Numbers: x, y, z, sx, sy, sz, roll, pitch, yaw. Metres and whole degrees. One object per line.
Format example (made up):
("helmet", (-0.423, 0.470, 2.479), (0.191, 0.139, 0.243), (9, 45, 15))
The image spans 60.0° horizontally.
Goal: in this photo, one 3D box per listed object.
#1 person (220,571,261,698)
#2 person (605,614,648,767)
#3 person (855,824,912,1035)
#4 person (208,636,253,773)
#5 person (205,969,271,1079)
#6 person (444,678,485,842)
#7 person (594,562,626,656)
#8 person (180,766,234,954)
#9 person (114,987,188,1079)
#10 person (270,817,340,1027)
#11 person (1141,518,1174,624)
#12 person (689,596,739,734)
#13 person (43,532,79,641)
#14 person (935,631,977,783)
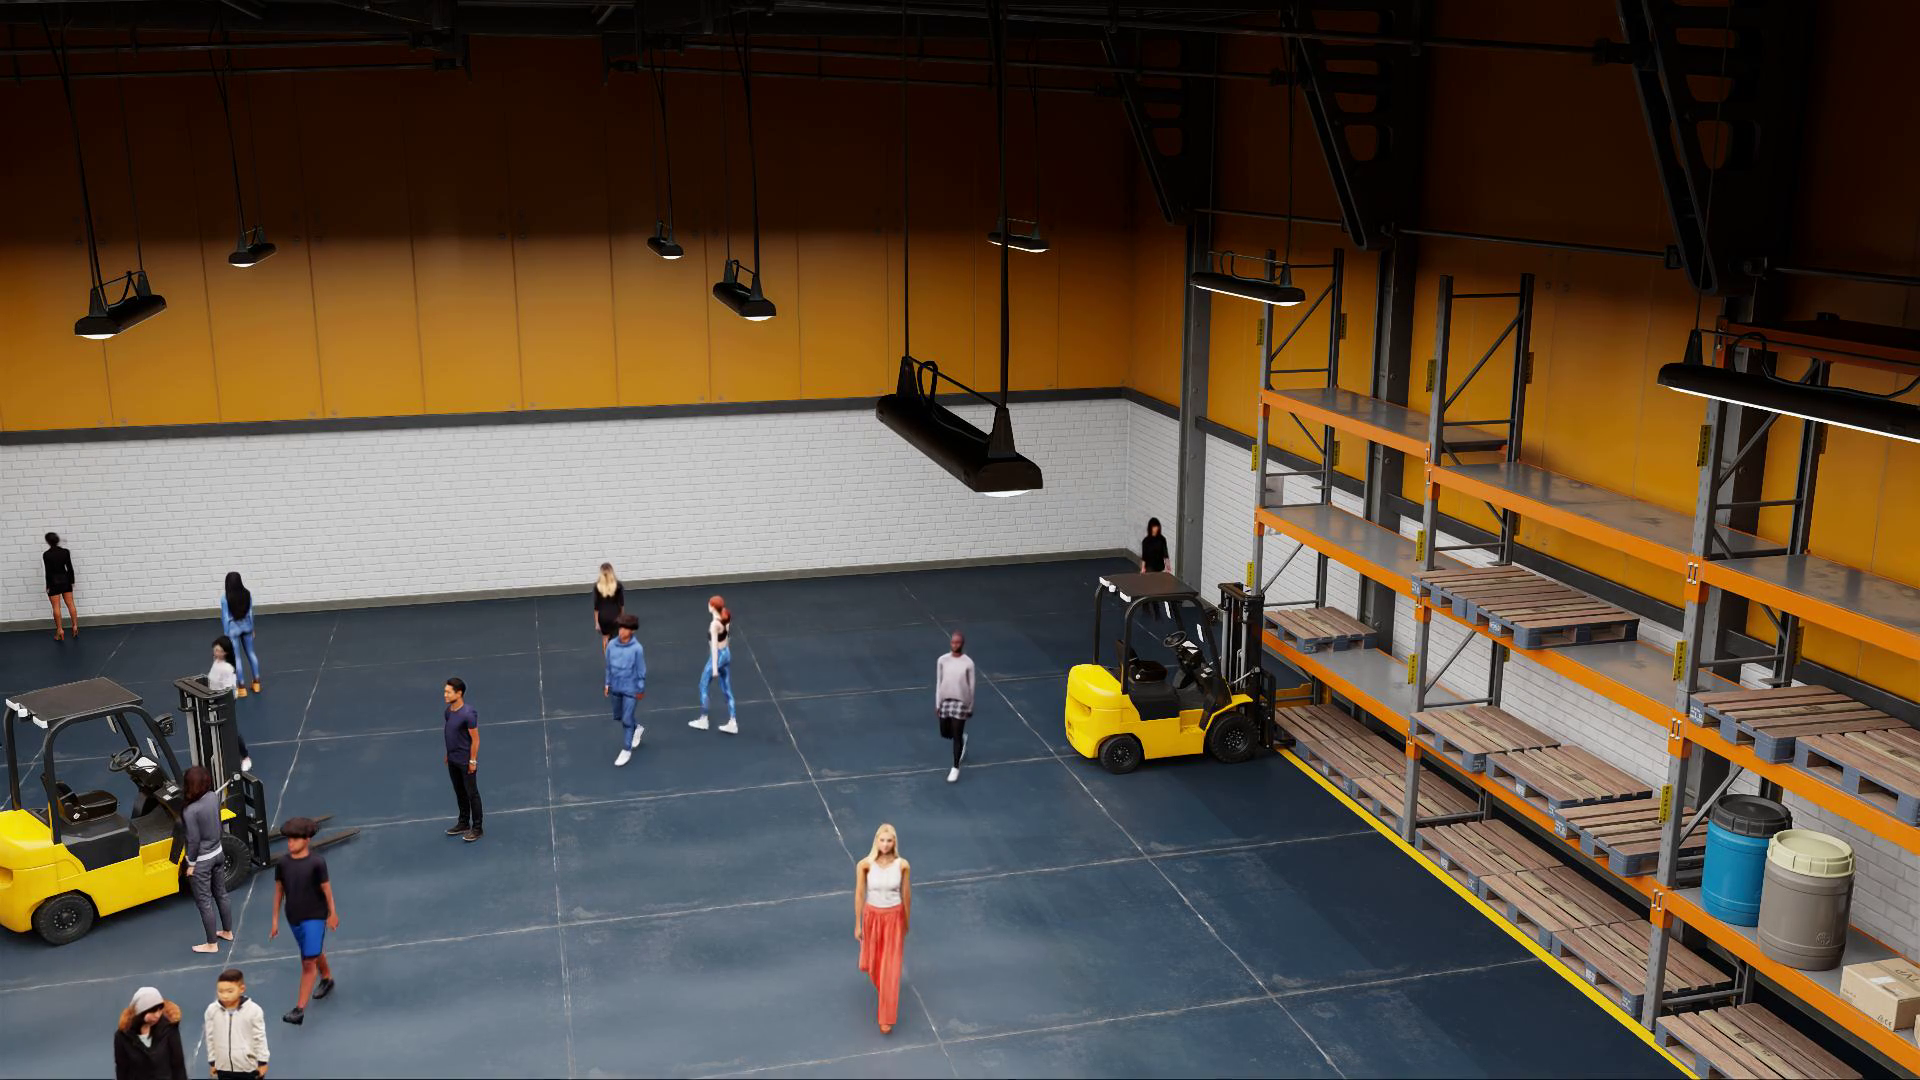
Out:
("person", (-9.664, 1.248, 22.319), (0.709, 1.712, 0.673), (10, 17, 35))
("person", (-4.016, 1.751, 20.084), (1.059, 1.786, 1.152), (6, 15, 24))
("person", (-0.649, 3.212, 14.055), (0.772, 1.784, 1.030), (0, 14, -2))
("person", (-8.681, 1.902, 19.697), (0.873, 1.675, 0.668), (-5, 14, -19))
("person", (-5.298, 3.822, 12.233), (0.618, 1.454, 0.567), (-1, 14, -4))
("person", (-5.303, 2.315, 17.738), (0.678, 1.792, 0.774), (10, 17, 36))
("person", (-4.806, 1.151, 22.853), (0.692, 1.649, 1.081), (-1, 14, -5))
("person", (-6.940, 2.914, 15.316), (0.747, 1.768, 0.616), (3, 14, 11))
("person", (-5.685, 3.863, 11.750), (0.786, 1.602, 1.088), (-7, 15, -27))
("person", (-5.548, 3.189, 14.237), (0.946, 1.743, 1.237), (2, 14, 8))
("person", (2.991, 0.441, 25.869), (0.690, 1.608, 1.091), (-6, 15, -22))
("person", (-2.942, 1.580, 20.828), (0.943, 1.767, 0.919), (6, 15, 23))
("person", (-13.435, 0.679, 24.819), (0.764, 1.641, 0.707), (10, 17, 36))
("person", (-0.035, 1.905, 19.502), (0.949, 1.759, 1.076), (5, 14, 18))
